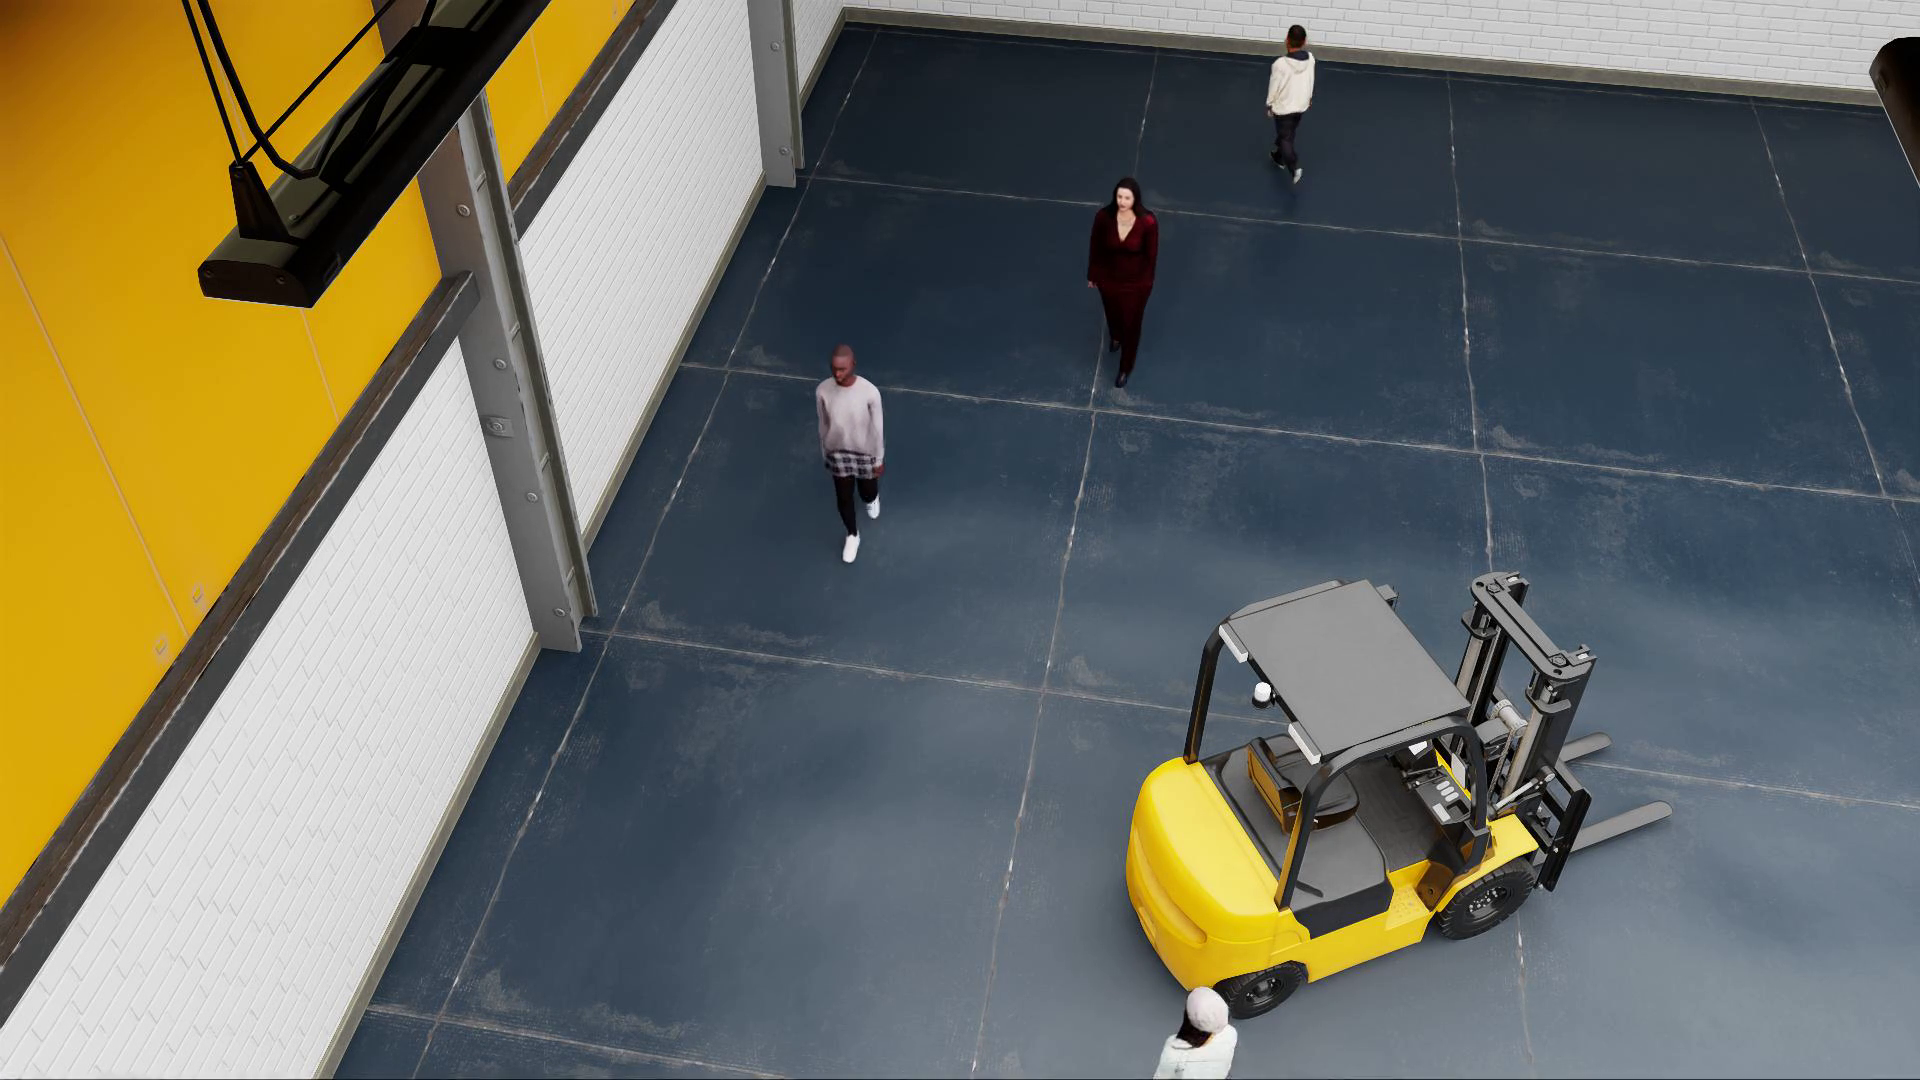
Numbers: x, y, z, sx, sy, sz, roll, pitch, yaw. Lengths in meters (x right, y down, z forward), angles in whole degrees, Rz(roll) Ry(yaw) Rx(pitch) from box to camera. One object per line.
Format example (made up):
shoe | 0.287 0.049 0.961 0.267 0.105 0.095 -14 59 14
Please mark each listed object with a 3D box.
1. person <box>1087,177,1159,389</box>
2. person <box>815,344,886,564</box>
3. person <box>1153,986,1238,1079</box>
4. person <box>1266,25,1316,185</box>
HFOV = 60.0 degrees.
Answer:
person | 1.305 -2.138 13.123 0.763 1.724 1.053 12 45 13
person | -0.729 -0.663 11.552 0.636 1.755 0.855 5 44 5
person | 1.133 2.733 8.082 0.873 1.625 0.981 -18 47 -18
person | 3.058 -3.954 15.246 0.899 1.424 1.027 -14 45 -15
